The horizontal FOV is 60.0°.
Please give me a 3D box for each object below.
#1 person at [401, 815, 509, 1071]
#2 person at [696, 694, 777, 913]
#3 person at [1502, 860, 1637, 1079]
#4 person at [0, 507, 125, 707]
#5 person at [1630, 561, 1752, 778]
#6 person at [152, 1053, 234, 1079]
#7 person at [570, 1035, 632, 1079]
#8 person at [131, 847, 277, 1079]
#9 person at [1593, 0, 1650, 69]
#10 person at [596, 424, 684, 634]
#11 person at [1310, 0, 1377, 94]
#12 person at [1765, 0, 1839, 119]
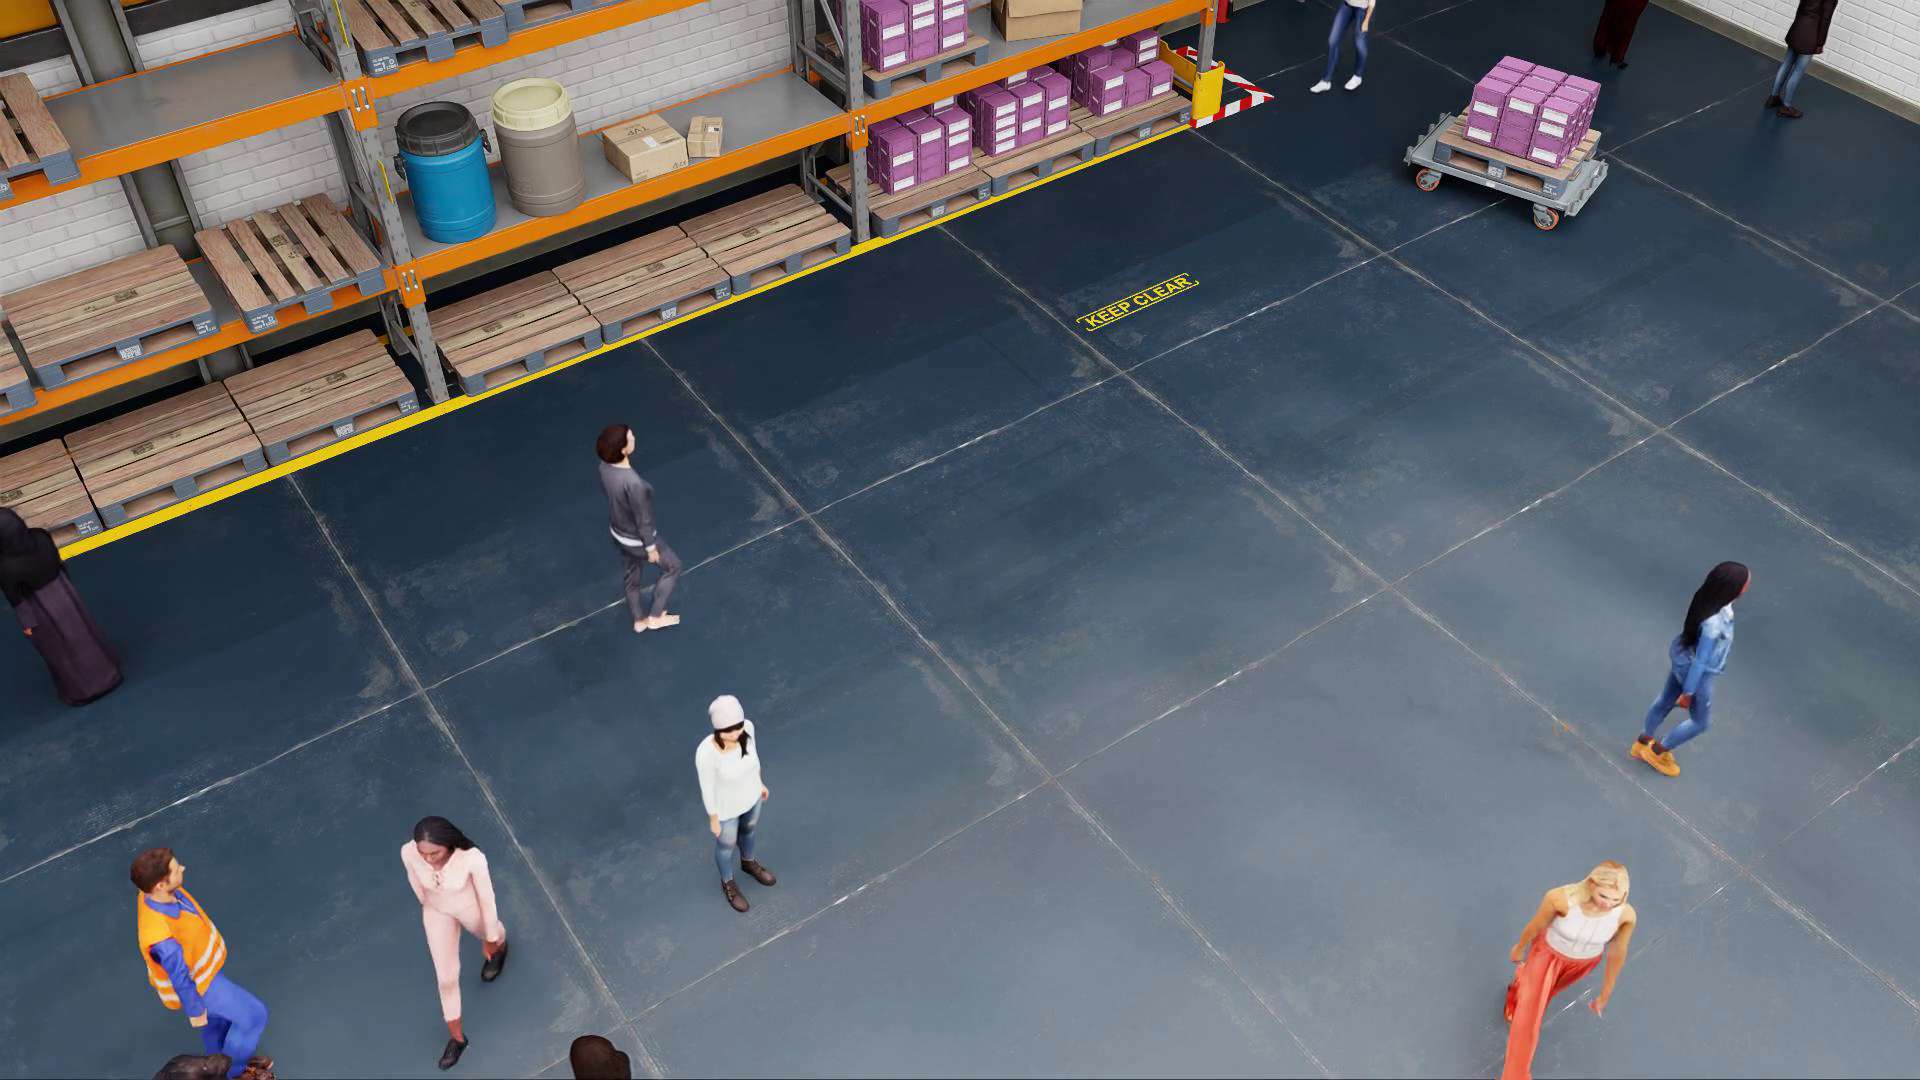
[{"bbox_3d":[-2.628,1.923,8.907,1.138,1.676,1.137,4,44,4],"label":"person"},{"bbox_3d":[-1.280,1.456,9.415,0.675,1.651,0.512,31,52,29],"label":"person"},{"bbox_3d":[3.132,2.115,8.653,1.209,1.749,1.288,9,44,10],"label":"person"},{"bbox_3d":[-5.784,0.398,10.553,0.769,1.615,0.683,17,46,17],"label":"person"},{"bbox_3d":[4.352,0.768,10.098,0.800,1.705,0.720,11,45,12],"label":"person"},{"bbox_3d":[-3.345,2.889,7.930,0.774,1.625,0.652,-19,47,-19],"label":"person"},{"bbox_3d":[-1.625,2.851,7.958,0.708,1.641,0.644,7,44,8],"label":"person"},{"bbox_3d":[-3.970,2.249,8.449,0.730,1.836,0.758,-16,46,-16],"label":"person"},{"bbox_3d":[6.778,-5.650,16.797,0.660,1.757,0.704,-17,46,-17],"label":"person"},{"bbox_3d":[-2.185,-0.004,10.867,0.689,1.763,0.677,33,52,30],"label":"person"},{"bbox_3d":[3.977,-5.242,16.410,0.884,1.700,0.676,-33,52,-30],"label":"person"},{"bbox_3d":[8.205,-4.906,16.107,0.742,1.633,0.725,-6,44,-6],"label":"person"}]
